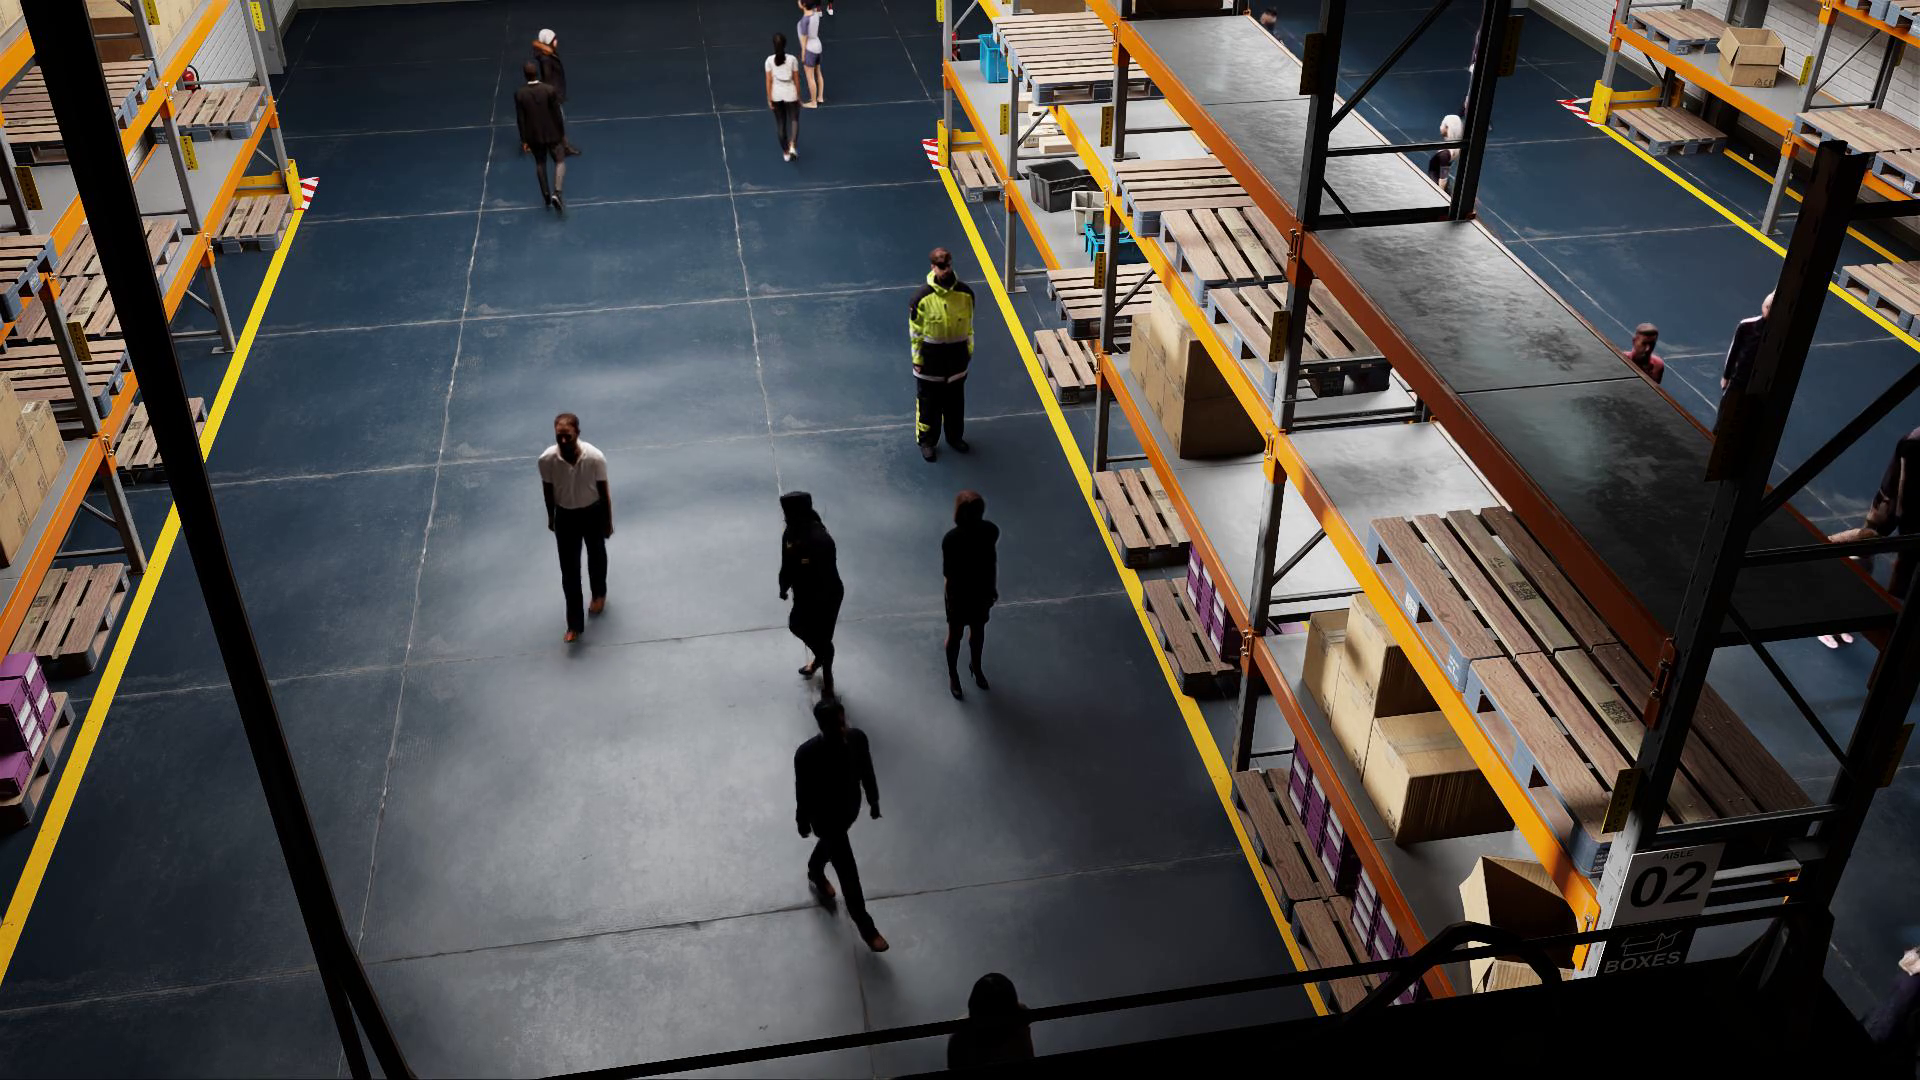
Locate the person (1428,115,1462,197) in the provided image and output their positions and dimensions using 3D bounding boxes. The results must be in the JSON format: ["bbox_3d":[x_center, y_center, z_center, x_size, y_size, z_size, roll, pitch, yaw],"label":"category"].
[{"bbox_3d":[5.156,-3.688,17.912,0.726,1.829,0.627,14,36,20],"label":"person"}]

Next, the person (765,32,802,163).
[{"bbox_3d":[-2.192,-5.505,20.818,0.597,1.637,0.678,-2,34,-4],"label":"person"}]

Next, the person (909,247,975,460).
[{"bbox_3d":[-0.154,-1.674,14.743,0.831,1.982,0.737,-14,36,-19],"label":"person"}]

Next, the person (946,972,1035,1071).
[{"bbox_3d":[0.148,2.742,8.442,0.724,1.604,0.765,-18,37,-24],"label":"person"}]

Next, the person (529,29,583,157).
[{"bbox_3d":[-5.244,-5.648,21.050,0.712,1.618,0.890,-4,34,-6],"label":"person"}]

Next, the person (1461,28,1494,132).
[{"bbox_3d":[6.947,-6.276,22.036,0.709,1.573,1.112,-11,35,-16],"label":"person"}]

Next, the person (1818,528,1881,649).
[{"bbox_3d":[6.744,0.343,12.579,0.467,1.019,0.488,-15,37,-22],"label":"person"}]

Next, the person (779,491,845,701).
[{"bbox_3d":[-1.010,0.430,11.880,0.796,1.647,0.897,17,37,24],"label":"person"}]

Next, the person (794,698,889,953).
[{"bbox_3d":[-0.790,1.611,10.078,0.999,1.676,1.221,-23,40,-31],"label":"person"}]

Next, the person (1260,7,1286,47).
[{"bbox_3d":[3.854,-5.784,21.060,1.037,1.834,1.184,-24,40,-31],"label":"person"}]

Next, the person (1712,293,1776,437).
[{"bbox_3d":[6.856,-1.337,14.385,0.838,1.817,0.895,13,36,19],"label":"person"}]

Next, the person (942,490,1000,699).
[{"bbox_3d":[0.059,0.372,11.914,0.640,1.706,0.597,-16,37,-23],"label":"person"}]

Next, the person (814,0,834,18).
[{"bbox_3d":[-2.200,-9.171,26.250,0.681,1.729,0.681,-16,37,-23],"label":"person"}]

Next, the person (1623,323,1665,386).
[{"bbox_3d":[5.485,-1.013,13.925,0.984,1.786,1.320,6,34,8],"label":"person"}]

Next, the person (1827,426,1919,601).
[{"bbox_3d":[7.254,-0.369,12.943,0.886,1.802,1.187,-17,37,-24],"label":"person"}]

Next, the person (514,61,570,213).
[{"bbox_3d":[-4.855,-4.692,19.459,0.708,1.787,0.953,-5,34,-7],"label":"person"}]

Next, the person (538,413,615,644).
[{"bbox_3d":[-2.867,-0.226,12.705,0.806,1.827,1.095,0,34,0],"label":"person"}]

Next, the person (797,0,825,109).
[{"bbox_3d":[-2.030,-6.692,22.670,0.710,1.563,0.618,13,36,19],"label":"person"}]
